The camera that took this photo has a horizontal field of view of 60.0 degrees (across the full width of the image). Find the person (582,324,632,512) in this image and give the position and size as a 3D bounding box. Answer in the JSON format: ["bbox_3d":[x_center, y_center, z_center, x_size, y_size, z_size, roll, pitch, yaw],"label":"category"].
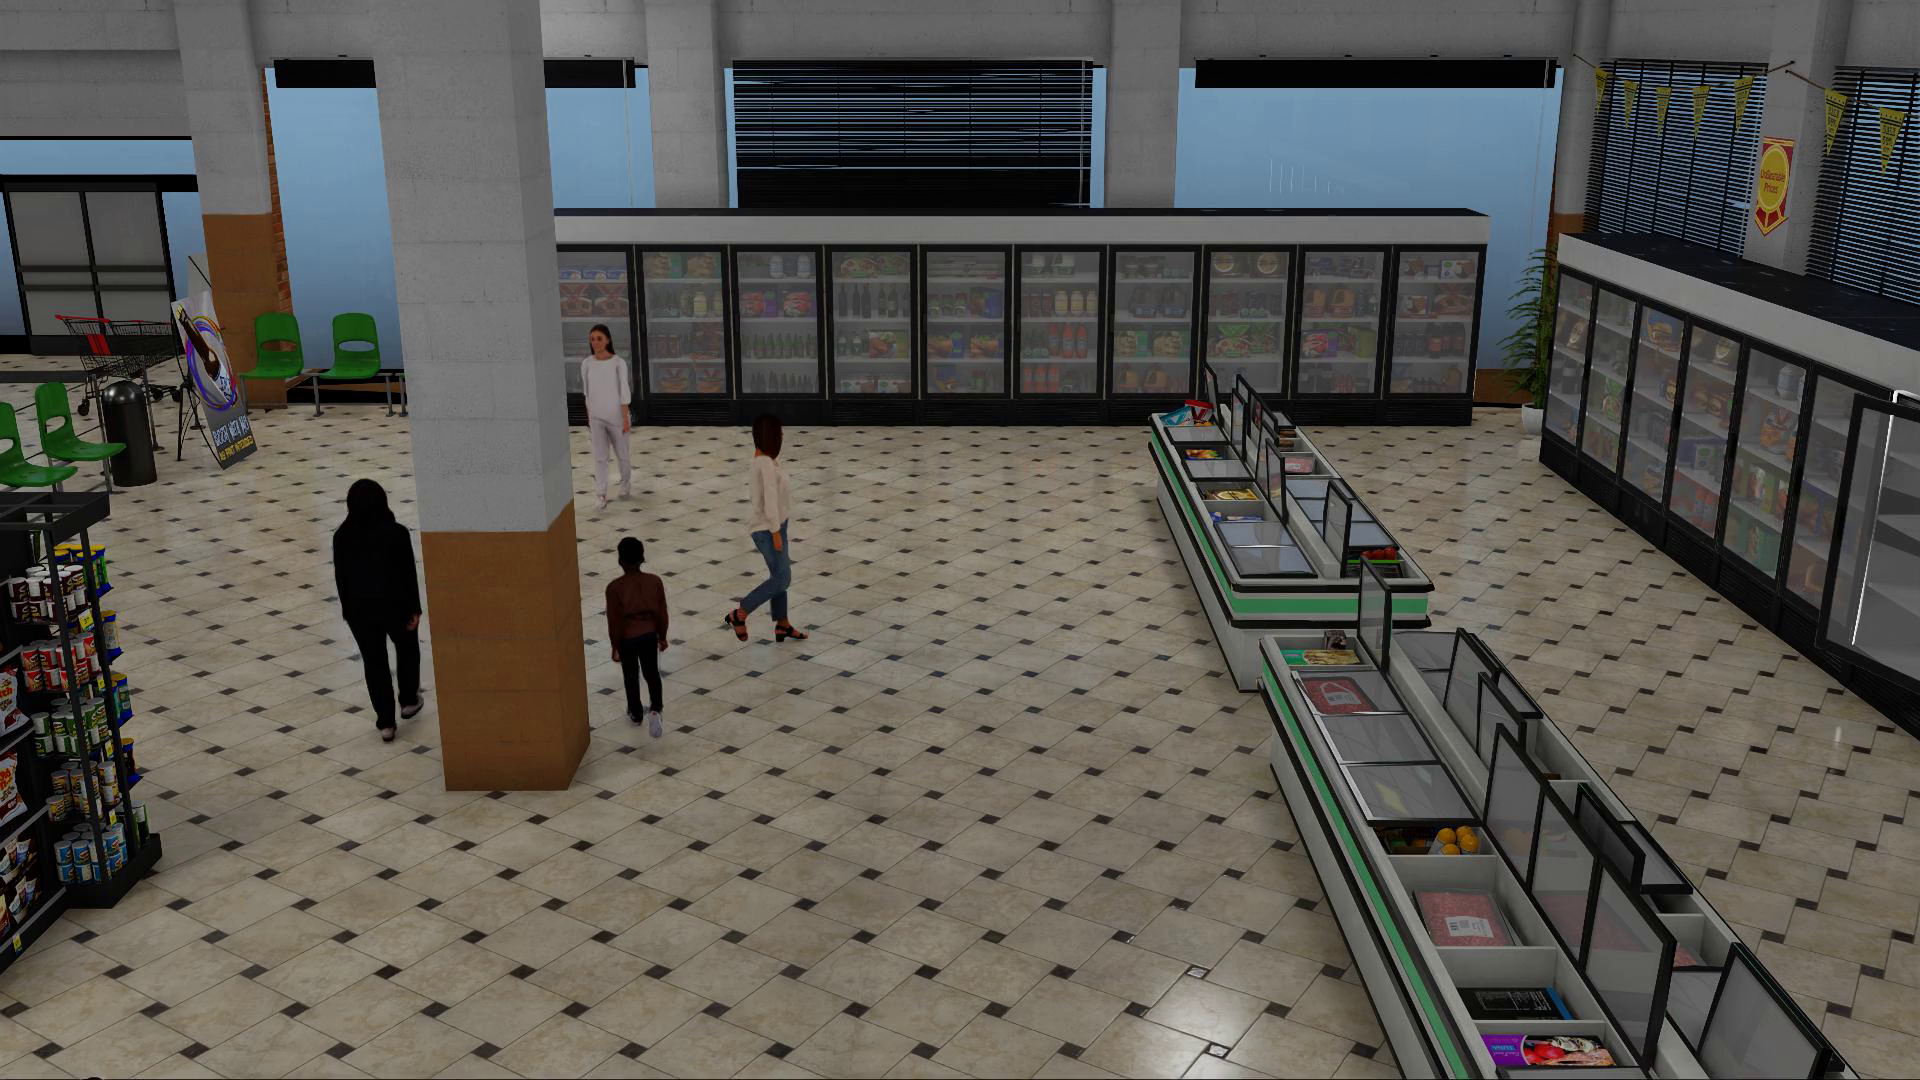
[{"bbox_3d":[-3.167,-1.124,15.152,0.614,1.652,1.056,1,17,2],"label":"person"}]

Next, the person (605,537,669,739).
[{"bbox_3d":[-1.957,0.611,10.150,0.743,1.238,0.920,-7,18,-23],"label":"person"}]

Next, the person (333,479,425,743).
[{"bbox_3d":[-3.516,0.451,10.062,0.731,1.595,0.844,-3,17,-11],"label":"person"}]

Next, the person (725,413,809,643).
[{"bbox_3d":[-1.379,-0.051,11.584,0.779,1.671,0.793,-3,17,-9],"label":"person"}]
